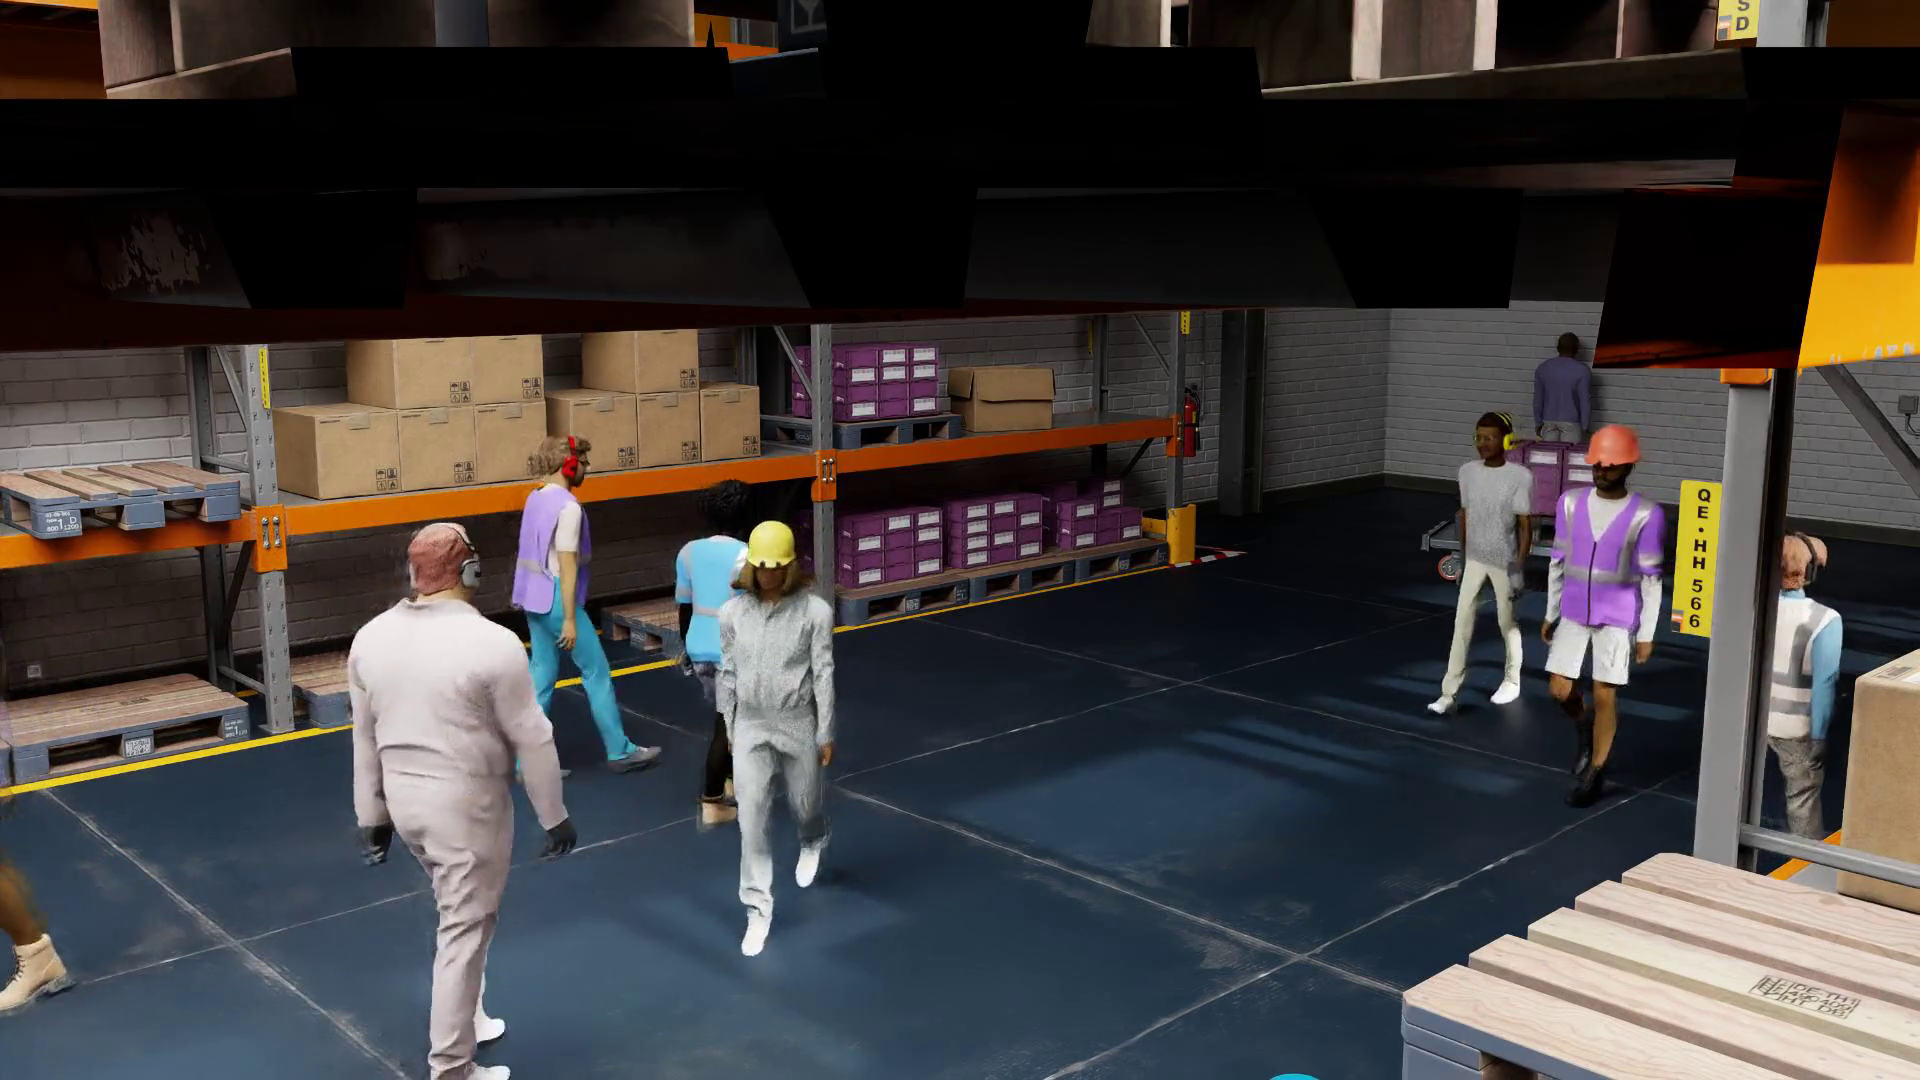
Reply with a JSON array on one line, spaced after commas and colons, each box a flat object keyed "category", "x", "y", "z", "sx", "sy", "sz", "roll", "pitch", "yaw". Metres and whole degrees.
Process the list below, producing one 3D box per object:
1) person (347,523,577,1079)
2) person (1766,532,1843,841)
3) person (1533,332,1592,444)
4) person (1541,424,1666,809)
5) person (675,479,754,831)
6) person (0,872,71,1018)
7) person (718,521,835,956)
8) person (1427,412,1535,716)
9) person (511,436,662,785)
[{"category": "person", "x": -1.596, "y": 0.879, "z": 5.471, "sx": 0.669, "sy": 1.877, "sz": 0.695, "roll": 5, "pitch": 11, "yaw": 28}, {"category": "person", "x": 3.460, "y": 0.754, "z": 7.011, "sx": 0.852, "sy": 1.586, "sz": 0.535, "roll": -6, "pitch": 11, "yaw": -32}, {"category": "person", "x": 6.396, "y": -1.234, "z": 17.659, "sx": 0.356, "sy": 1.938, "sz": 0.638, "roll": -8, "pitch": 13, "yaw": -41}, {"category": "person", "x": 3.205, "y": 0.371, "z": 8.304, "sx": 0.580, "sy": 1.924, "sz": 0.487, "roll": 9, "pitch": 13, "yaw": 42}, {"category": "person", "x": -1.063, "y": 0.534, "z": 8.091, "sx": 0.538, "sy": 1.668, "sz": 0.720, "roll": 6, "pitch": 11, "yaw": 32}, {"category": "person", "x": -3.676, "y": 0.792, "z": 5.713, "sx": 0.634, "sy": 1.969, "sz": 1.093, "roll": 8, "pitch": 13, "yaw": 40}, {"category": "person", "x": -0.732, "y": 0.738, "z": 6.806, "sx": 0.484, "sy": 1.709, "sz": 0.784, "roll": 1, "pitch": 10, "yaw": 5}, {"category": "person", "x": 3.167, "y": 0.144, "z": 9.949, "sx": 0.545, "sy": 1.816, "sz": 0.971, "roll": 9, "pitch": 13, "yaw": 44}, {"category": "person", "x": -1.993, "y": 0.359, "z": 8.726, "sx": 0.884, "sy": 1.799, "sz": 0.591, "roll": -7, "pitch": 12, "yaw": -36}]
